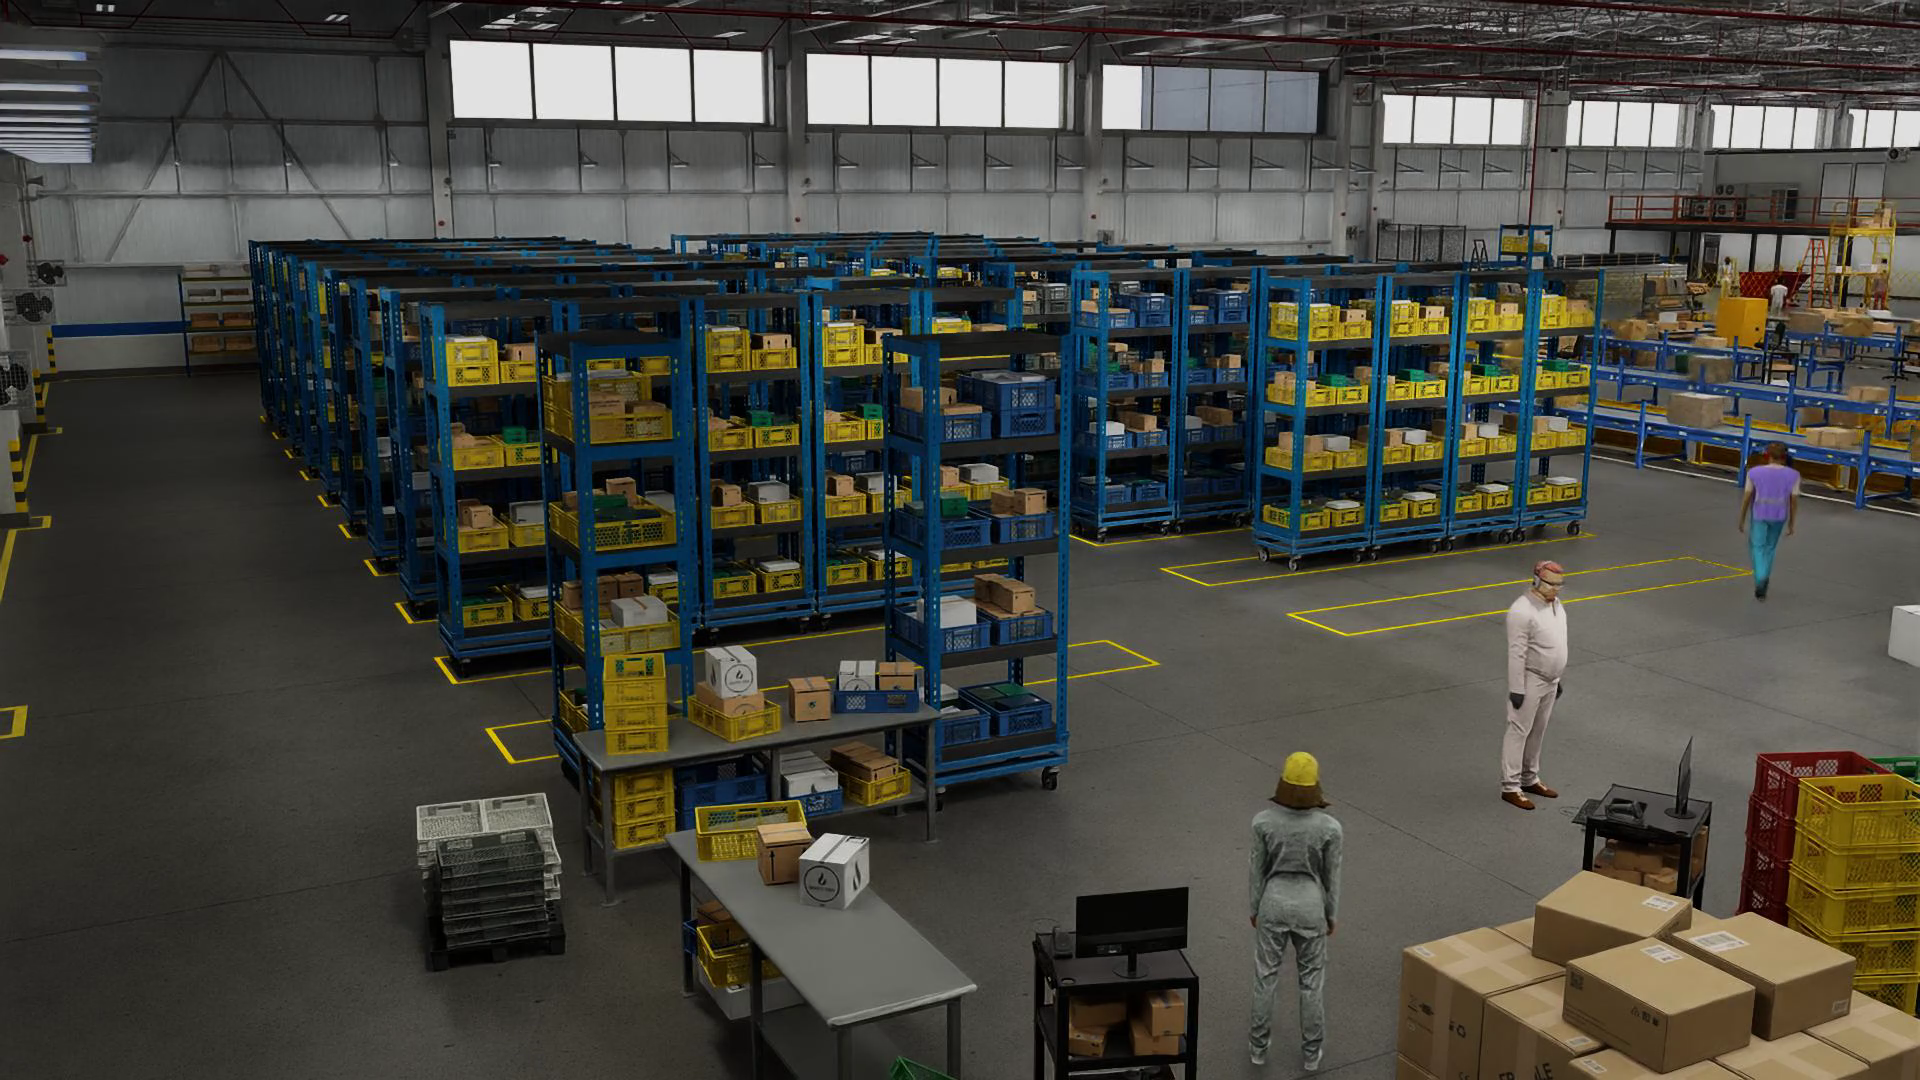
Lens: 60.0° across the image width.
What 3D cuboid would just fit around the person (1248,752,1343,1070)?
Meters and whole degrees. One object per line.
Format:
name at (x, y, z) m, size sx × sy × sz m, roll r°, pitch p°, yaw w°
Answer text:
person at (1.792, 1.982, 8.951) m, size 0.485 × 1.733 × 0.355 m, roll 3°, pitch 12°, yaw 13°

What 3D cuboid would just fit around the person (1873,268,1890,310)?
person at (33.126, -8.906, 59.809) m, size 0.526 × 1.760 × 0.334 m, roll 7°, pitch 14°, yaw 29°

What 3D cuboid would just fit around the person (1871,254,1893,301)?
person at (37.833, -10.769, 68.245) m, size 0.611 × 1.876 × 1.013 m, roll -6°, pitch 14°, yaw -28°

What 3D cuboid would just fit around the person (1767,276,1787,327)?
person at (25.909, -7.447, 52.758) m, size 0.577 × 1.851 × 0.540 m, roll 3°, pitch 12°, yaw 14°

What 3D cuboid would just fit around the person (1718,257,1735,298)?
person at (30.687, -10.401, 66.601) m, size 0.600 × 1.837 × 0.924 m, roll 4°, pitch 13°, yaw 19°

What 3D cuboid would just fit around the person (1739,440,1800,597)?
person at (9.304, -0.240, 19.126) m, size 0.579 × 1.822 × 0.717 m, roll 3°, pitch 12°, yaw 13°

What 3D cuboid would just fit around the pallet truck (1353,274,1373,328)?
pallet truck at (13.011, -8.050, 55.243) m, size 0.823 × 1.965 × 1.885 m, roll -7°, pitch 14°, yaw -28°

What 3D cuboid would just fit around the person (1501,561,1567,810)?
person at (4.418, 1.091, 12.720) m, size 0.637 × 1.902 × 0.406 m, roll -11°, pitch 16°, yaw -41°
